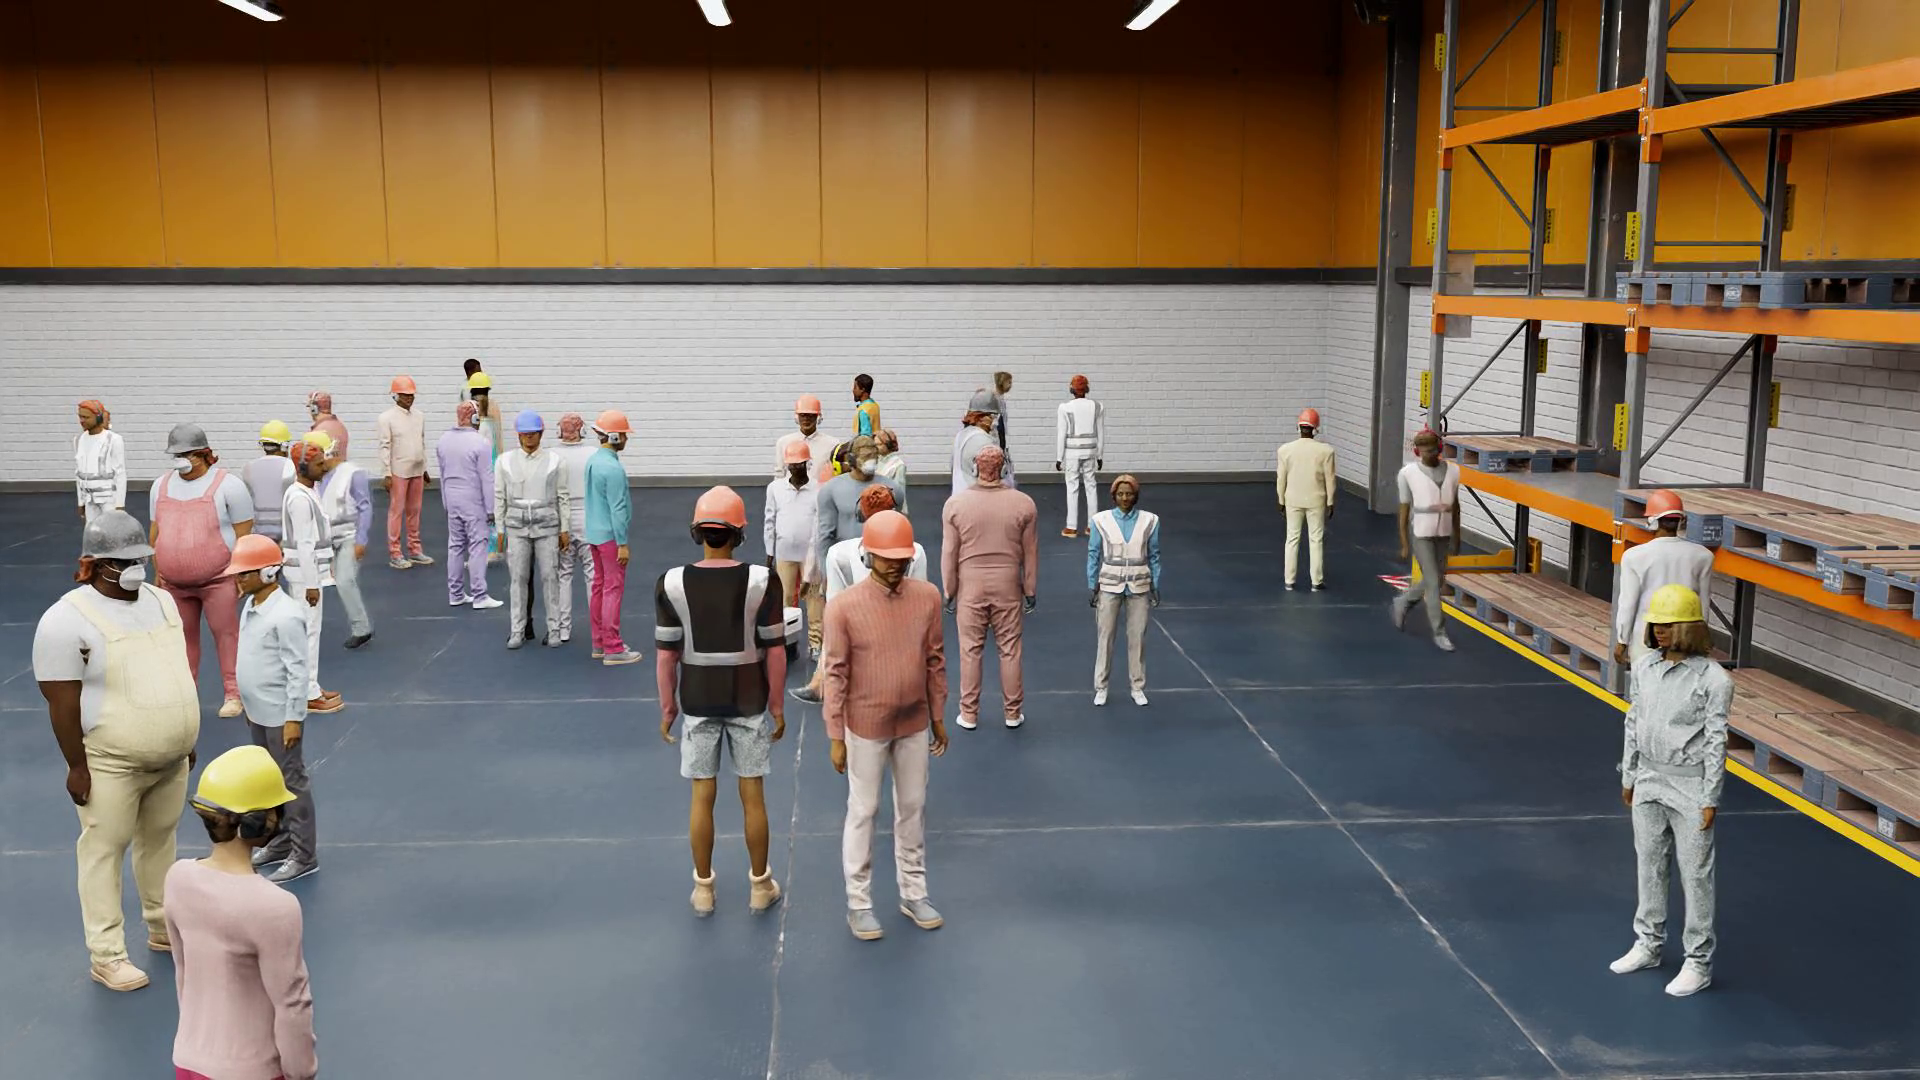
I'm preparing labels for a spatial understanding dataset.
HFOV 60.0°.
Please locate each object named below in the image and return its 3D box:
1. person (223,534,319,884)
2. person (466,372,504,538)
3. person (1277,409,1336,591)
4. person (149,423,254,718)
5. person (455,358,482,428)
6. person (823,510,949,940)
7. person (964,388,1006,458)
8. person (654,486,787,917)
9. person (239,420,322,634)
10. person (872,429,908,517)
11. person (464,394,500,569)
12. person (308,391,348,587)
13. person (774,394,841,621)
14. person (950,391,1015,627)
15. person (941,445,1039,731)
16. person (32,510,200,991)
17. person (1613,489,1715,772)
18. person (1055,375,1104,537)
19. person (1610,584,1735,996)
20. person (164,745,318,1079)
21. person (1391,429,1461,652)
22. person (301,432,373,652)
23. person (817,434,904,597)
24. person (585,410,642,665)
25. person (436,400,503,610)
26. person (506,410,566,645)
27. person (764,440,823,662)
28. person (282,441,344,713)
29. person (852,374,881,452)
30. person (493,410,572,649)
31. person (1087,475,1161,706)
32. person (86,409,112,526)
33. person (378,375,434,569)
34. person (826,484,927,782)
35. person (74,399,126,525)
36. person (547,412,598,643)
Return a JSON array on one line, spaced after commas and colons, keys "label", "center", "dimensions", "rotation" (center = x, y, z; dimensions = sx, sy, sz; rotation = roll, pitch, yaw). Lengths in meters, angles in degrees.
[{"label": "person", "center": [-3.461, 0.834, 8.327], "dimensions": [0.341, 1.747, 0.575], "rotation": [-9, 12, -43]}, {"label": "person", "center": [-5.451, -0.969, 19.138], "dimensions": [0.388, 1.922, 0.589], "rotation": [-2, 9, -12]}, {"label": "person", "center": [3.323, -0.383, 15.959], "dimensions": [0.563, 1.751, 0.330], "rotation": [3, 10, 20]}, {"label": "person", "center": [-5.201, 0.211, 11.333], "dimensions": [0.688, 2.000, 0.536], "rotation": [0, 9, 1]}, {"label": "person", "center": [-6.531, -1.463, 22.225], "dimensions": [0.398, 1.920, 0.590], "rotation": [-2, 9, -11]}, {"label": "person", "center": [-0.327, 0.838, 7.599], "dimensions": [0.623, 1.982, 0.417], "rotation": [-5, 10, -30]}, {"label": "person", "center": [0.308, -1.091, 20.809], "dimensions": [0.534, 1.617, 0.393], "rotation": [1, 9, 6]}, {"label": "person", "center": [-1.118, 0.763, 7.856], "dimensions": [0.607, 2.045, 0.390], "rotation": [0, 9, -2]}, {"label": "person", "center": [-5.624, -0.078, 13.799], "dimensions": [0.586, 1.833, 0.404], "rotation": [1, 9, 5]}, {"label": "person", "center": [-0.648, -0.215, 15.311], "dimensions": [0.323, 1.630, 0.504], "rotation": [-6, 11, -33]}, {"label": "person", "center": [-4.966, -0.595, 17.159], "dimensions": [0.379, 1.796, 0.602], "rotation": [-2, 9, -11]}, {"label": "person", "center": [-6.180, -0.498, 16.216], "dimensions": [0.399, 1.905, 0.642], "rotation": [-1, 9, -4]}, {"label": "person", "center": [-1.329, -0.277, 14.536], "dimensions": [0.608, 1.997, 0.375], "rotation": [0, 9, 2]}, {"label": "person", "center": [0.210, -0.280, 14.417], "dimensions": [0.536, 2.000, 0.681], "rotation": [-4, 10, -21]}, {"label": "person", "center": [0.195, 0.320, 11.071], "dimensions": [0.653, 1.906, 0.408], "rotation": [-1, 9, -4]}, {"label": "person", "center": [-3.538, 0.875, 7.161], "dimensions": [0.537, 2.000, 0.682], "rotation": [3, 10, 18]}, {"label": "person", "center": [4.202, 0.569, 9.996], "dimensions": [0.564, 1.749, 0.345], "rotation": [0, 9, -2]}, {"label": "person", "center": [1.388, -0.969, 19.230], "dimensions": [0.584, 1.882, 0.337], "rotation": [-3, 9, -17]}, {"label": "person", "center": [3.010, 1.044, 7.061], "dimensions": [0.313, 1.736, 0.485], "rotation": [-5, 10, -29]}, {"label": "person", "center": [-1.952, 1.429, 4.579], "dimensions": [0.518, 1.756, 0.342], "rotation": [5, 10, 28]}, {"label": "person", "center": [3.793, -0.027, 13.604], "dimensions": [0.597, 1.800, 0.793], "rotation": [-4, 10, -22]}, {"label": "person", "center": [-5.011, 0.013, 13.397], "dimensions": [0.625, 1.783, 0.539], "rotation": [4, 10, 25]}, {"label": "person", "center": [-0.677, 0.231, 11.532], "dimensions": [0.628, 1.939, 0.373], "rotation": [-3, 10, -20]}, {"label": "person", "center": [-2.715, -0.024, 12.987], "dimensions": [0.406, 1.987, 0.615], "rotation": [-5, 11, -31]}, {"label": "person", "center": [-4.441, -0.320, 15.134], "dimensions": [0.646, 1.901, 0.394], "rotation": [5, 10, 30]}, {"label": "person", "center": [-3.471, -0.099, 13.600], "dimensions": [0.547, 1.938, 0.379], "rotation": [2, 9, 13]}, {"label": "person", "center": [-1.262, 0.087, 13.009], "dimensions": [0.560, 1.752, 0.325], "rotation": [1, 9, 4]}, {"label": "person", "center": [-4.516, 0.255, 11.547], "dimensions": [0.337, 1.882, 0.584], "rotation": [-4, 10, -22]}, {"label": "person", "center": [-1.045, -0.911, 18.760], "dimensions": [0.392, 1.920, 0.587], "rotation": [1, 9, 6]}, {"label": "person", "center": [-3.456, -0.082, 13.483], "dimensions": [0.639, 1.943, 0.406], "rotation": [-1, 9, -7]}, {"label": "person", "center": [1.152, 0.355, 11.687], "dimensions": [0.524, 1.639, 0.308], "rotation": [0, 9, -1]}, {"label": "person", "center": [-9.110, -0.577, 17.613], "dimensions": [0.319, 1.623, 0.512], "rotation": [-2, 9, -11]}, {"label": "person", "center": [-5.736, -0.709, 17.250], "dimensions": [0.390, 1.992, 0.624], "rotation": [4, 10, 26]}, {"label": "person", "center": [-0.448, 0.626, 9.222], "dimensions": [0.573, 1.883, 0.355], "rotation": [1, 9, 3]}, {"label": "person", "center": [-8.007, -0.373, 15.515], "dimensions": [0.578, 1.879, 0.350], "rotation": [4, 10, 21]}, {"label": "person", "center": [-3.180, -0.104, 13.755], "dimensions": [0.651, 1.899, 0.404], "rotation": [-3, 9, -15]}]
